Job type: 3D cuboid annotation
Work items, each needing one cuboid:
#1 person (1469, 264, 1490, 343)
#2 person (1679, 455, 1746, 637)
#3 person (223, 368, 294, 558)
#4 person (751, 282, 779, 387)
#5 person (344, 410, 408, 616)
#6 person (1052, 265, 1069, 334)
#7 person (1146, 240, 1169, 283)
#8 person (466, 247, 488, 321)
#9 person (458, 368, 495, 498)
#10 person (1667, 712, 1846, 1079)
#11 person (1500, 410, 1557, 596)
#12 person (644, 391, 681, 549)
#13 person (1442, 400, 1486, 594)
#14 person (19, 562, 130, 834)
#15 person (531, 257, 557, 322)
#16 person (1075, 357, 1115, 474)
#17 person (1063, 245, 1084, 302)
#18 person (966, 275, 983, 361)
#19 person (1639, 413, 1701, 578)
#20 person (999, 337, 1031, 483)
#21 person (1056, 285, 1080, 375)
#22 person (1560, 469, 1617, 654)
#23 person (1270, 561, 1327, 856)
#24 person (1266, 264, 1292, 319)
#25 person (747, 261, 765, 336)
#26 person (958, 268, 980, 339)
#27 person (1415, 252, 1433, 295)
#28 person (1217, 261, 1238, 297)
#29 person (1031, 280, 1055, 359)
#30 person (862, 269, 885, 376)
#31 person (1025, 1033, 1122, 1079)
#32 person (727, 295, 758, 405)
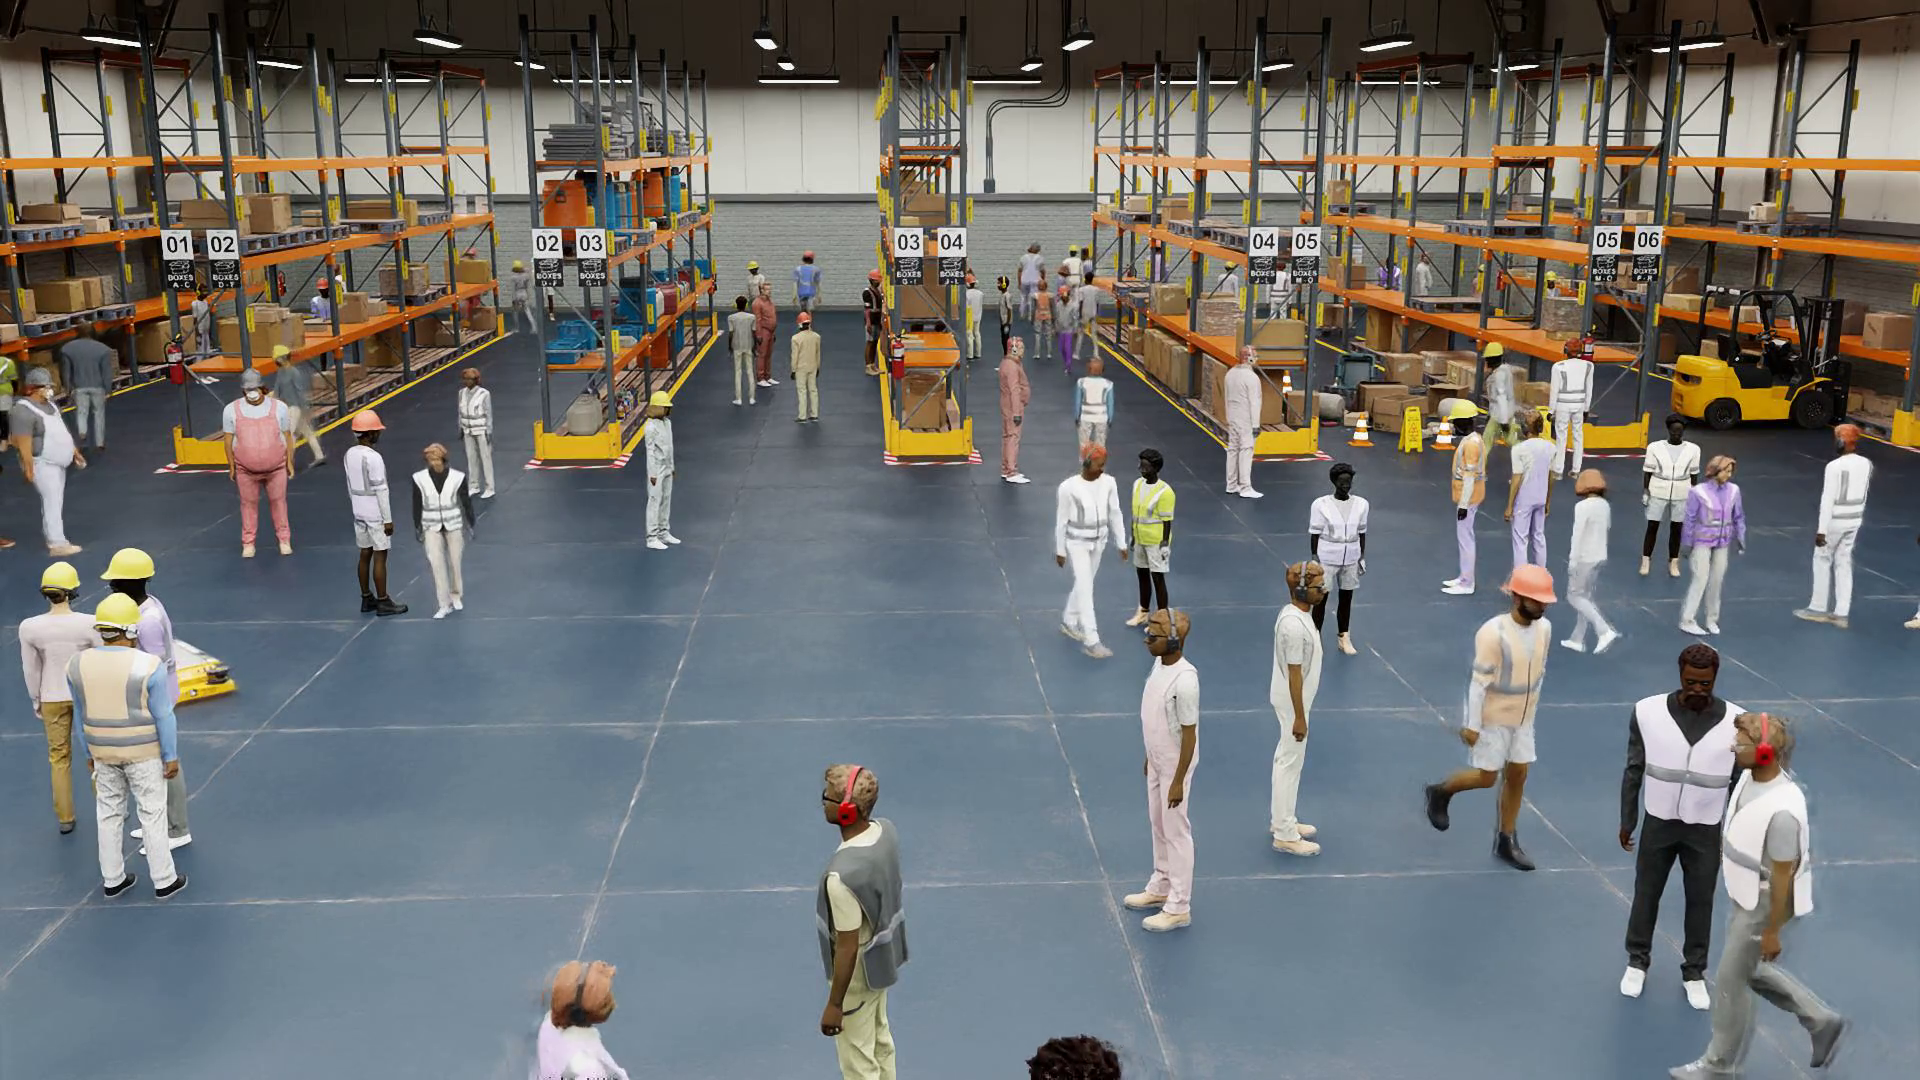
[{"bbox_3d":[11.673,-5.296,37.297,0.329,1.765,0.527,-6,15,-24],"label":"person"},{"bbox_3d":[6.754,0.058,14.927,0.526,1.626,0.452,-4,14,-18],"label":"person"},{"bbox_3d":[-7.463,-0.824,17.758,0.684,2.000,0.535,-5,14,-21],"label":"person"},{"bbox_3d":[-3.567,-3.788,30.602,0.410,1.909,0.642,4,14,17],"label":"person"},{"bbox_3d":[-5.484,-0.251,15.553,0.545,1.938,0.356,10,17,37],"label":"person"},{"bbox_3d":[2.388,-5.627,38.995,0.486,1.616,0.536,2,13,8],"label":"person"},{"bbox_3d":[4.959,-6.497,41.784,0.605,2.045,0.386,6,14,22],"label":"person"},{"bbox_3d":[-11.694,-6.062,40.104,0.617,1.971,0.667,2,13,8],"label":"person"},{"bbox_3d":[-6.052,-1.341,20.811,0.522,1.638,0.310,6,15,25],"label":"person"},{"bbox_3d":[3.749,1.673,7.666,0.718,1.820,0.567,2,13,9],"label":"person"},{"bbox_3d":[5.524,-0.347,16.155,0.509,1.844,0.329,-5,14,-20],"label":"person"},{"bbox_3d":[-3.262,-0.771,18.195,0.334,1.734,0.480,4,14,17],"label":"person"},{"bbox_3d":[4.944,-0.423,16.343,0.407,1.914,0.589,3,14,14],"label":"person"},{"bbox_3d":[-5.647,1.006,10.597,0.525,1.769,0.316,-3,14,-12],"label":"person"},{"bbox_3d":[-10.428,-6.487,41.779,0.602,2.036,0.405,-7,15,-27],"label":"person"},{"bbox_3d":[1.762,-1.575,21.810,0.534,1.624,0.509,2,13,9],"label":"person"},{"bbox_3d":[2.904,-6.596,42.516,0.611,1.900,0.840,-2,13,-10],"label":"person"},{"bbox_3d":[0.223,-4.571,34.245,0.341,1.752,0.563,13,18,43],"label":"person"},{"bbox_3d":[7.216,-0.454,16.924,0.540,1.696,0.317,4,14,16],"label":"person"},{"bbox_3d":[0.721,-1.708,21.792,0.407,1.908,0.642,-2,13,-8],"label":"person"},{"bbox_3d":[2.117,-4.078,32.229,0.600,1.718,0.588,-13,18,-43],"label":"person"},{"bbox_3d":[5.476,0.200,14.360,0.559,1.599,0.550,-10,17,-37],"label":"person"},{"bbox_3d":[2.099,1.029,10.327,0.345,1.846,0.508,2,13,9],"label":"person"},{"bbox_3d":[7.147,-5.348,37.260,0.585,1.882,0.337,5,14,20],"label":"person"},{"bbox_3d":[-4.730,-5.574,38.503,0.526,1.757,0.350,9,16,33],"label":"person"},{"bbox_3d":[0.197,-5.407,38.048,0.505,1.632,0.281,1,13,5],"label":"person"},{"bbox_3d":[10.993,-5.877,39.454,0.400,1.907,0.645,3,14,13],"label":"person"},{"bbox_3d":[6.194,-5.564,38.427,0.527,1.767,0.331,10,17,38],"label":"person"},{"bbox_3d":[1.715,-4.572,34.495,0.514,1.640,0.310,-2,13,-7],"label":"person"},{"bbox_3d":[-1.638,-4.180,31.991,0.392,2.034,0.605,5,14,20],"label":"person"},{"bbox_3d":[0.367,2.302,4.714,0.454,1.942,0.601,8,16,31],"label":"person"},{"bbox_3d":[-3.709,-3.238,28.350,0.532,1.870,0.315,-4,14,-18],"label":"person"}]
